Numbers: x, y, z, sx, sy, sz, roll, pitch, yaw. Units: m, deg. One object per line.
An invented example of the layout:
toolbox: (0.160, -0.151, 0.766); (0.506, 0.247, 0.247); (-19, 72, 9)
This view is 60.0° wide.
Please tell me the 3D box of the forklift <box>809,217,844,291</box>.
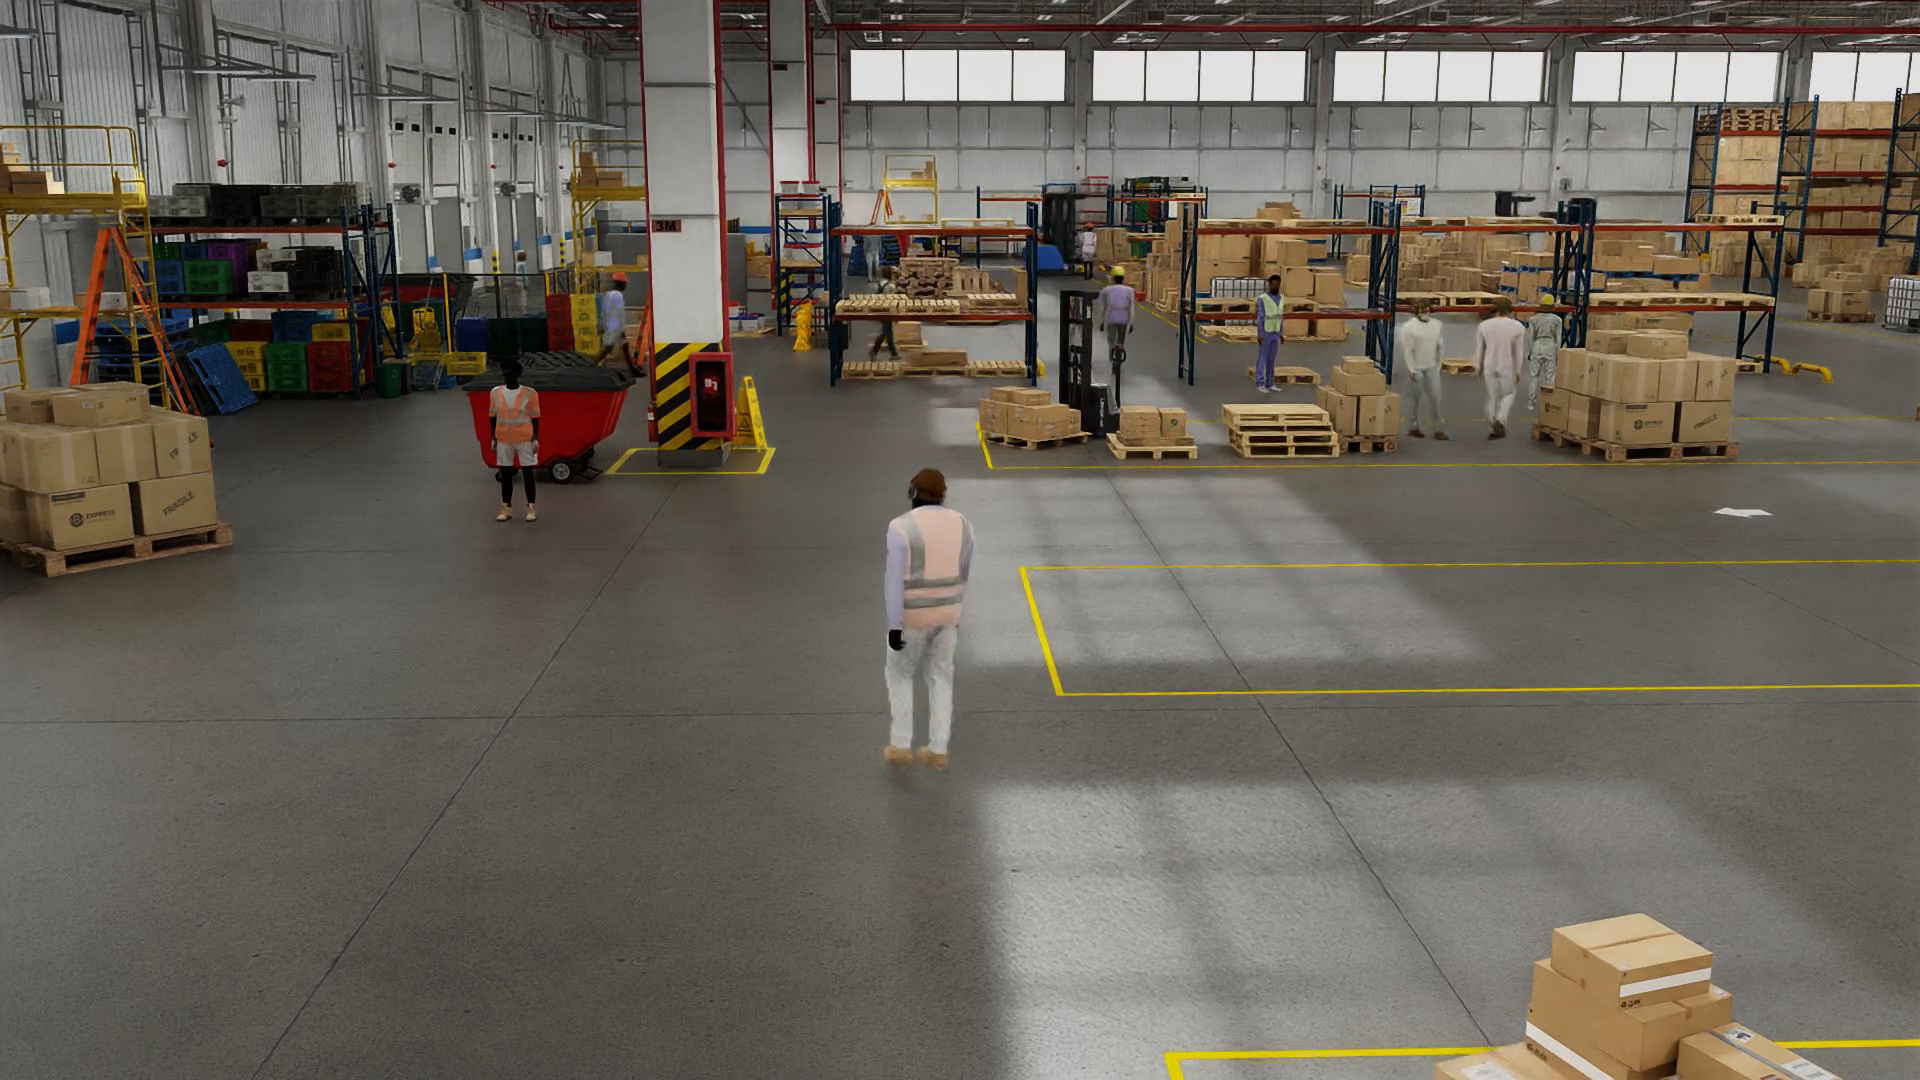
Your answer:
forklift: (-4.375, -8.619, 48.637); (1.873, 2.768, 1.129); (0, 12, -2)

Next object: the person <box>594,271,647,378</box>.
person: (-6.001, -3.696, 28.722); (1.084, 1.876, 0.554); (-6, 14, -24)

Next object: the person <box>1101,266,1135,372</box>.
person: (2.816, -3.935, 29.711); (0.599, 1.907, 0.767); (1, 12, 2)

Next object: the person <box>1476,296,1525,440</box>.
person: (7.203, -2.288, 22.215); (0.641, 1.924, 0.428); (8, 15, 31)

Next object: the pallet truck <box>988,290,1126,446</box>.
pallet truck: (1.257, -2.299, 22.111); (1.885, 1.965, 0.823); (-9, 15, -35)

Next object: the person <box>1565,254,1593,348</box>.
person: (12.305, -4.729, 33.153); (0.612, 1.966, 0.361); (-7, 14, -27)

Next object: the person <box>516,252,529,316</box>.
person: (-10.723, -6.242, 40.755); (0.313, 1.633, 0.521); (-6, 14, -24)

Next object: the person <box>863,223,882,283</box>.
person: (-2.839, -9.280, 53.764); (0.630, 1.940, 0.373); (-6, 14, -24)

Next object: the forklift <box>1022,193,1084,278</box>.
forklift: (3.136, -10.348, 56.444); (1.873, 2.768, 1.129); (-7, 14, -29)

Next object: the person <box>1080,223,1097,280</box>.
person: (4.287, -9.600, 55.341); (0.594, 1.870, 1.012); (2, 13, 10)

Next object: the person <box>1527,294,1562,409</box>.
person: (8.816, -2.835, 25.112); (0.487, 1.744, 0.297); (5, 13, 21)

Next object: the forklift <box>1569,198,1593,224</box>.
forklift: (17.389, -8.211, 46.796); (1.873, 2.768, 1.129); (1, 13, 4)

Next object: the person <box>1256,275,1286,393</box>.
person: (5.052, -3.359, 27.085); (0.590, 1.916, 0.399); (-9, 15, -36)

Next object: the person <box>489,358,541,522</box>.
person: (-4.554, -1.019, 17.024); (0.532, 1.693, 0.319); (1, 12, 2)

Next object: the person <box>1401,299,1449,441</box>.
person: (6.212, -2.255, 22.164); (0.657, 1.884, 0.852); (-3, 13, -14)

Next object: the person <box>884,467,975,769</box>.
person: (-0.183, 0.476, 10.043); (0.657, 1.800, 0.504); (-8, 15, -33)

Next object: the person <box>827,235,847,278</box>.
person: (-4.020, -9.484, 54.907); (0.610, 1.835, 0.955); (-8, 15, -33)

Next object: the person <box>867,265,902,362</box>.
person: (-1.443, -4.279, 31.479); (0.861, 1.824, 0.520); (-12, 17, -42)

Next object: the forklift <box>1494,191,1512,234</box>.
forklift: (20.457, -11.777, 62.895); (1.873, 2.768, 1.129); (0, 12, -2)
